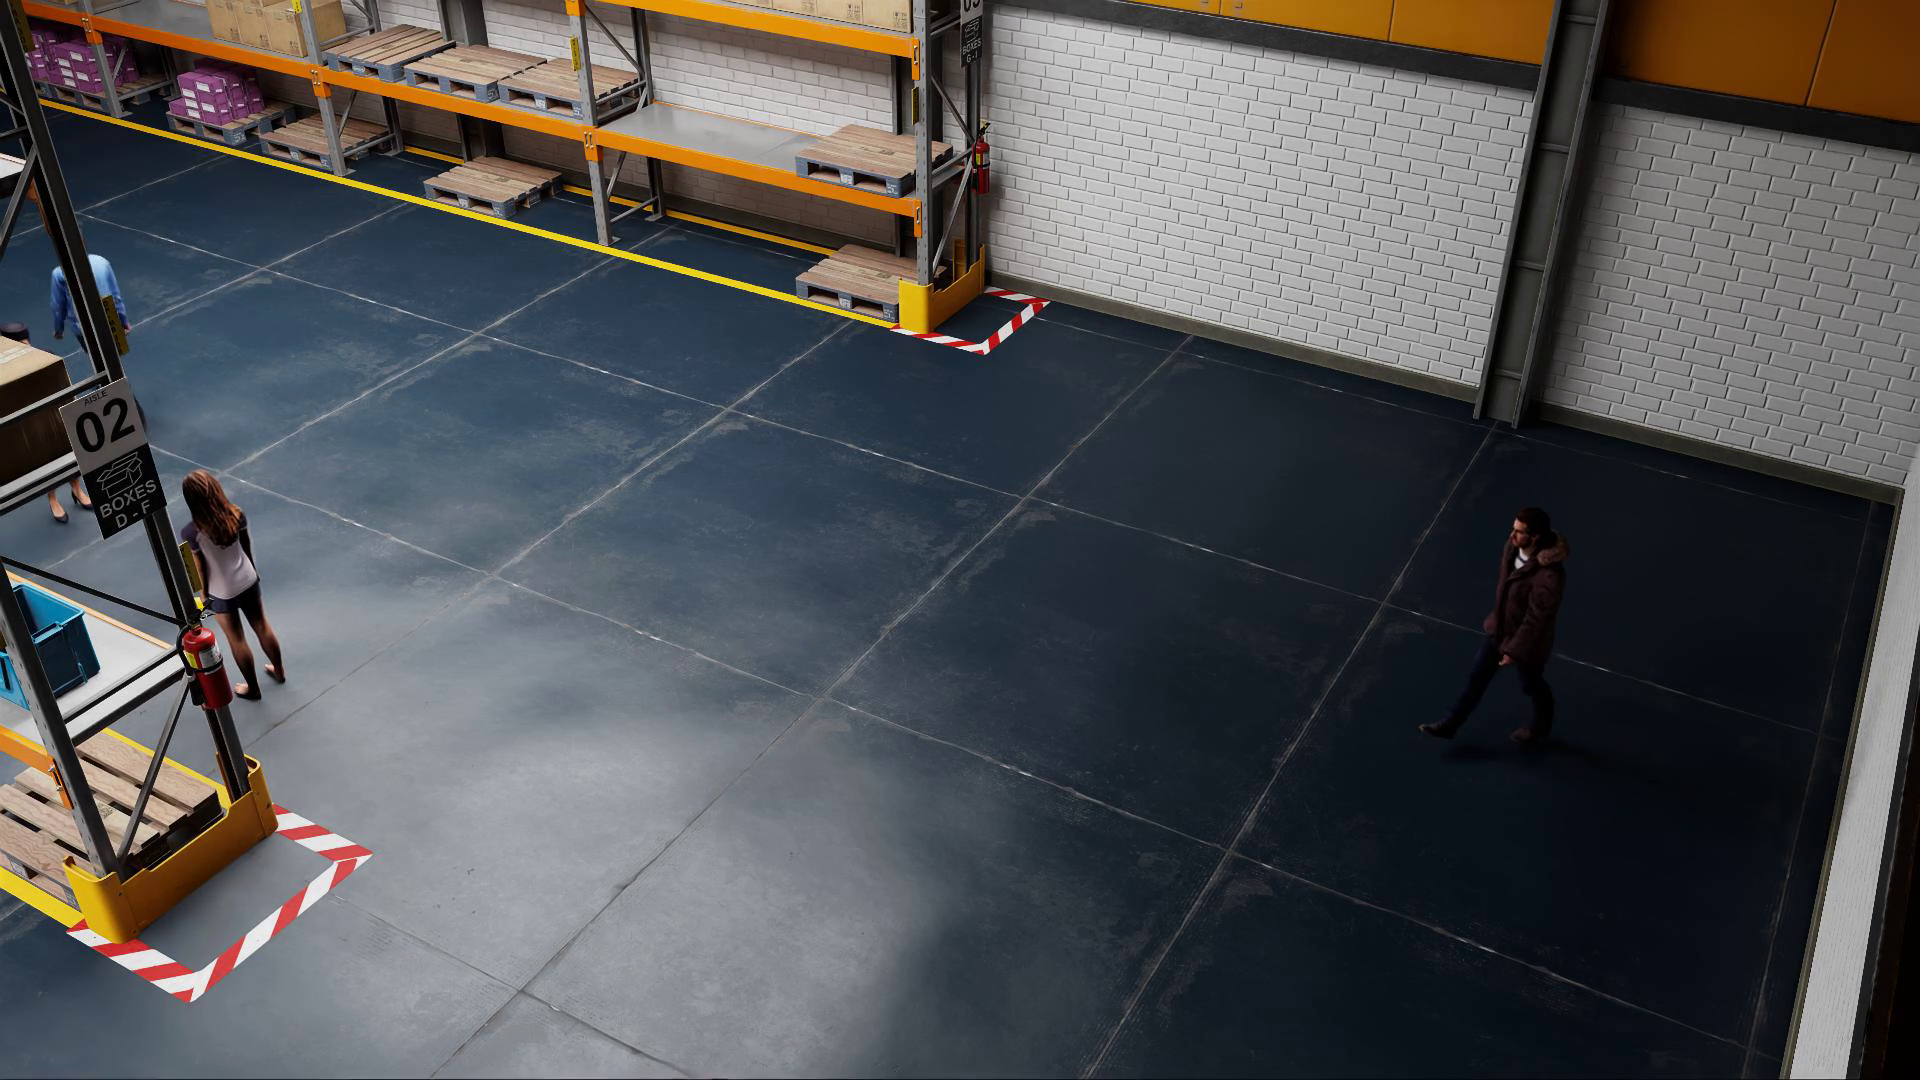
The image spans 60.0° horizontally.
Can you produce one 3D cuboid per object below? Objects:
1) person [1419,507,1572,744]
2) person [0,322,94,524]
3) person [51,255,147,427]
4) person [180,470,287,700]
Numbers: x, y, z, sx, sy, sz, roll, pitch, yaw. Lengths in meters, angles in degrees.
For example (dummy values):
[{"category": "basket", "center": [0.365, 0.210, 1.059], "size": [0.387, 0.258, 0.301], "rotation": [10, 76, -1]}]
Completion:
[{"category": "person", "center": [3.642, 0.592, 10.548], "size": [1.250, 1.792, 1.209], "rotation": [-10, 35, -15]}, {"category": "person", "center": [-7.133, -0.929, 12.945], "size": [0.668, 1.671, 0.728], "rotation": [23, 40, 30]}, {"category": "person", "center": [-7.300, -1.785, 14.152], "size": [1.158, 1.760, 0.707], "rotation": [19, 38, 26]}, {"category": "person", "center": [-4.833, 0.299, 11.042], "size": [0.562, 1.732, 0.610], "rotation": [21, 39, 29]}]
